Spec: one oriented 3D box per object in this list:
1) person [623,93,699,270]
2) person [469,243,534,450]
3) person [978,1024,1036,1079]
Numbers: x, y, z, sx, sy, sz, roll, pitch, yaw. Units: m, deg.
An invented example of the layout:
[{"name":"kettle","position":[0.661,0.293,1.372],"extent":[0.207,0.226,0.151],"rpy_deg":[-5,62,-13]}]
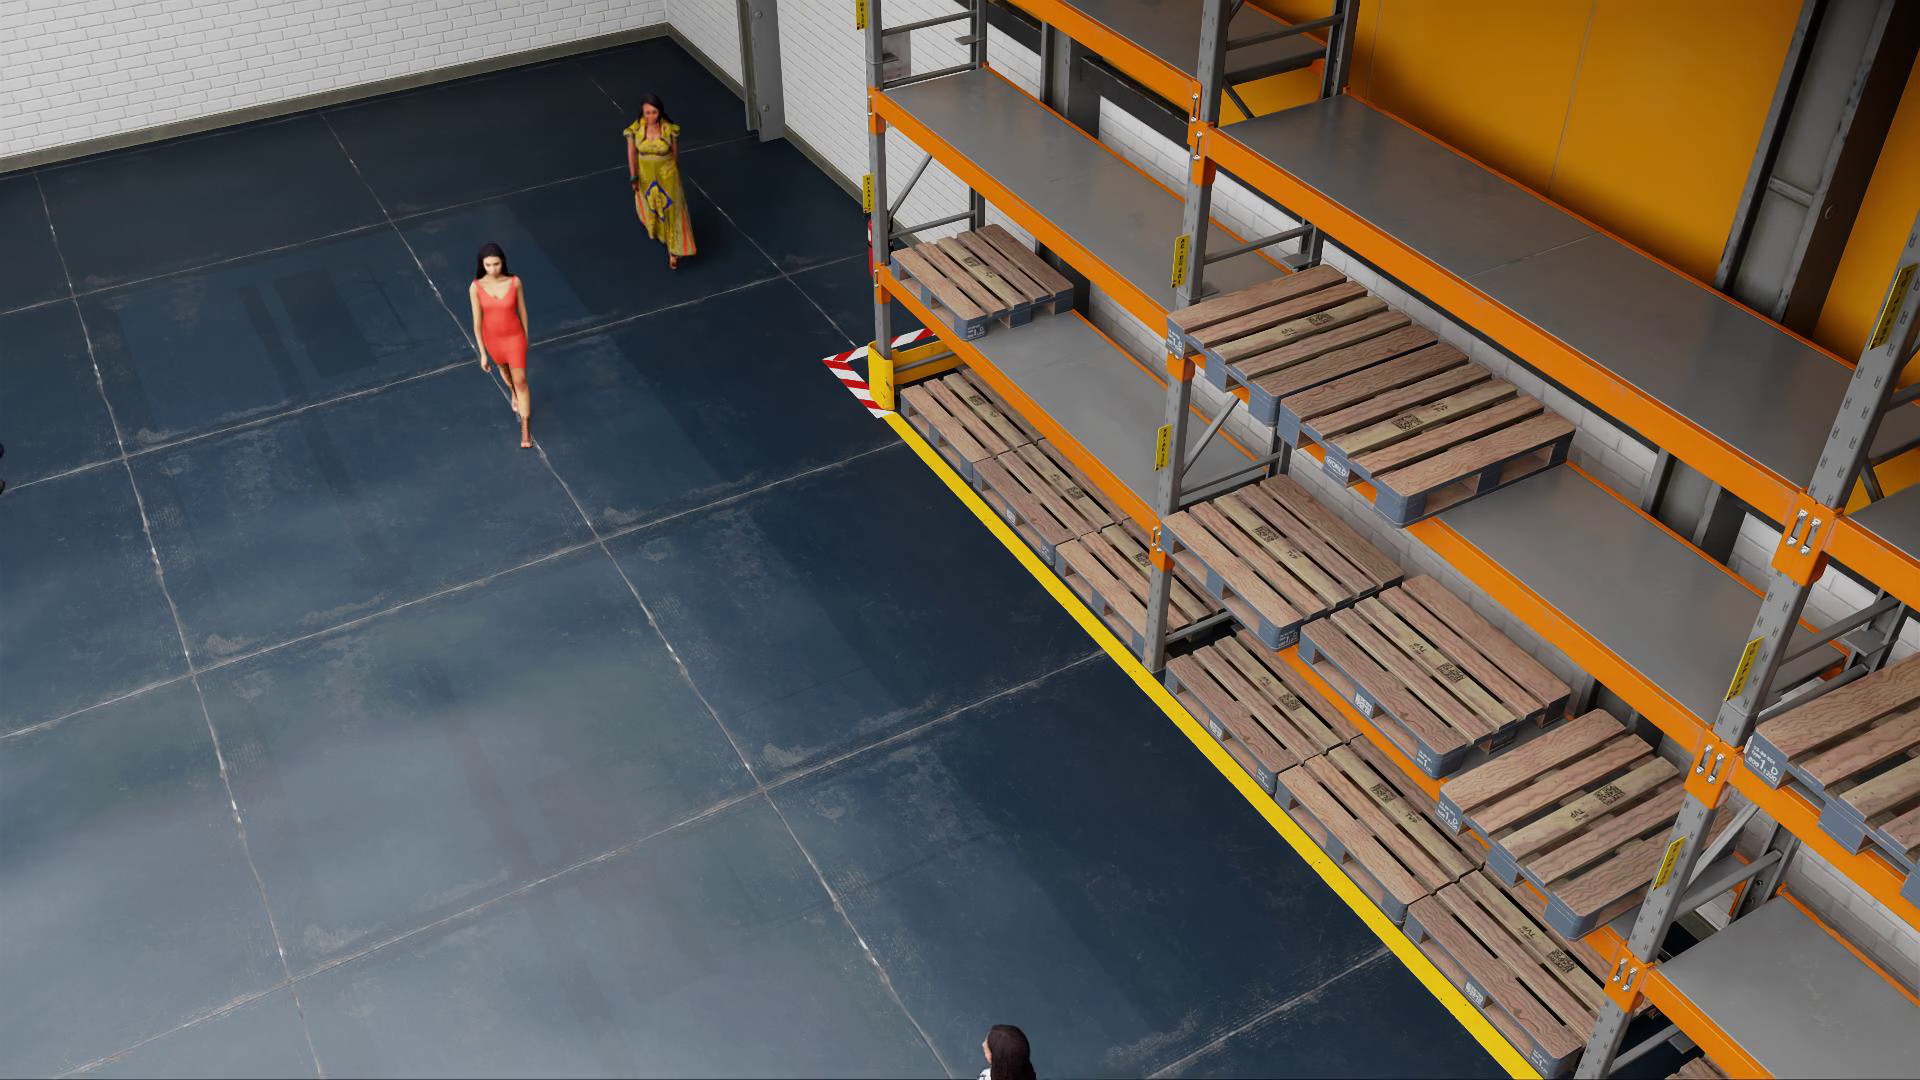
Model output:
[{"name":"person","position":[-2.919,-3.508,15.934],"extent":[1.019,1.608,1.337],"rpy_deg":[-6,39,-8]},{"name":"person","position":[-3.731,-1.654,13.566],"extent":[0.801,1.665,1.199],"rpy_deg":[-9,40,-12]},{"name":"person","position":[0.290,2.891,7.798],"extent":[0.828,1.761,0.776],"rpy_deg":[14,41,17]}]
